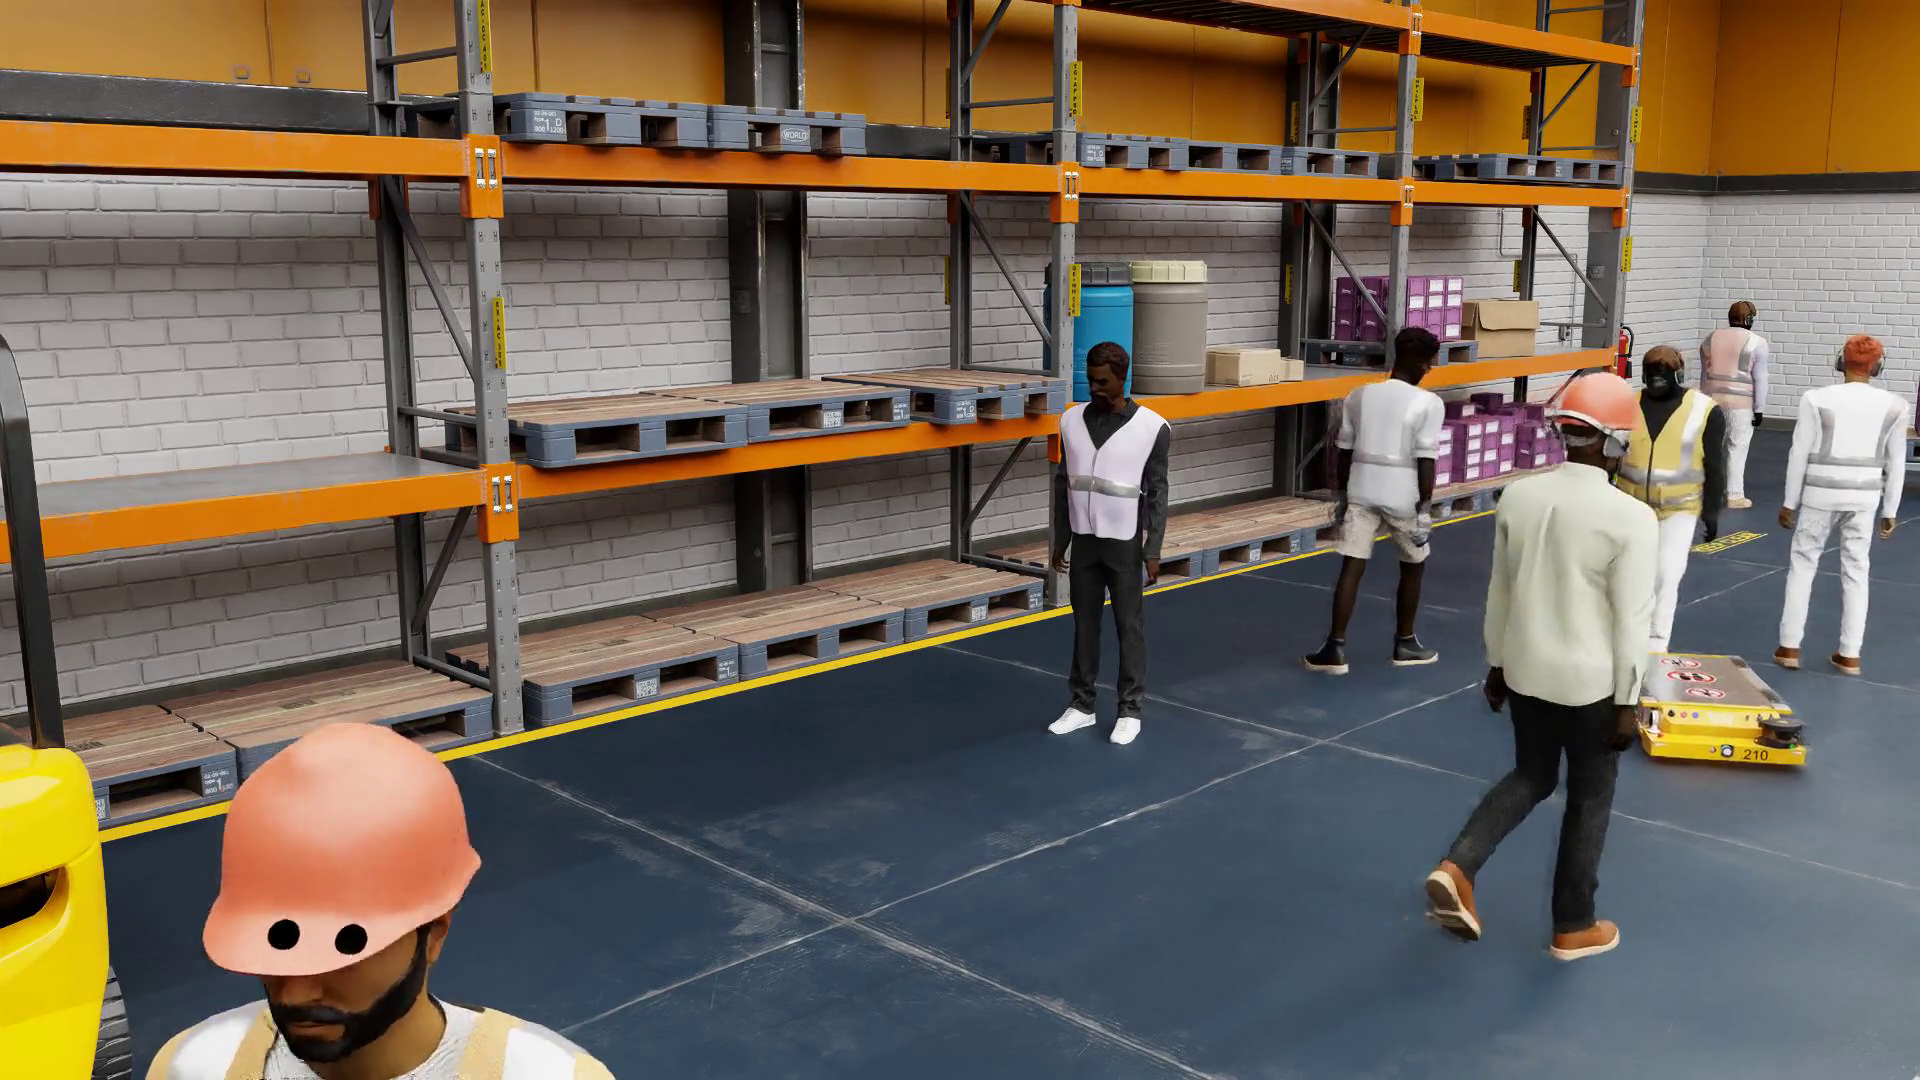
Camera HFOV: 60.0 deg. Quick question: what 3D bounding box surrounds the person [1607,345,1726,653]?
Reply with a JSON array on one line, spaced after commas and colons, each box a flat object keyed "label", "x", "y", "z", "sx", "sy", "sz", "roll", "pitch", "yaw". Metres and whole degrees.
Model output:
[{"label": "person", "x": 3.752, "y": -0.145, "z": 9.067, "sx": 0.653, "sy": 1.808, "sz": 0.843, "roll": 8, "pitch": 13, "yaw": 38}]

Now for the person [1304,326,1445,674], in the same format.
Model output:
[{"label": "person", "x": 2.323, "y": -0.215, "z": 9.184, "sx": 0.653, "sy": 1.919, "sz": 0.703, "roll": 8, "pitch": 13, "yaw": 37}]

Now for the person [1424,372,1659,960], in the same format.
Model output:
[{"label": "person", "x": 1.916, "y": 0.442, "z": 5.424, "sx": 0.652, "sy": 1.975, "sz": 0.616, "roll": -6, "pitch": 12, "yaw": -30}]

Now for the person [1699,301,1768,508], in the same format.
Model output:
[{"label": "person", "x": 6.864, "y": -1.200, "z": 14.770, "sx": 0.430, "sy": 1.836, "sz": 0.619, "roll": -7, "pitch": 13, "yaw": -35}]

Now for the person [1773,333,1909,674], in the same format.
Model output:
[{"label": "person", "x": 4.873, "y": -0.199, "z": 9.190, "sx": 0.591, "sy": 1.870, "sz": 0.374, "roll": 2, "pitch": 11, "yaw": 11}]

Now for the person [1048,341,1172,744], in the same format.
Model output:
[{"label": "person", "x": 0.712, "y": 0.008, "z": 7.948, "sx": 0.587, "sy": 1.913, "sz": 0.391, "roll": 7, "pitch": 12, "yaw": 32}]

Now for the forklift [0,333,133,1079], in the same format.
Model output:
[{"label": "forklift", "x": -3.289, "y": 0.485, "z": 4.582, "sx": 1.214, "sy": 2.155, "sz": 2.313, "roll": -10, "pitch": 14, "yaw": -44}]

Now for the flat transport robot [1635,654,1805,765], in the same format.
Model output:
[{"label": "flat transport robot", "x": 3.617, "y": 0.786, "z": 8.185, "sx": 0.652, "sy": 0.197, "sz": 1.431, "roll": 2, "pitch": 11, "yaw": 12}]

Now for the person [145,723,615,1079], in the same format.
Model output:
[{"label": "person", "x": -0.613, "y": 1.129, "z": 1.818, "sx": 0.550, "sy": 1.933, "sz": 0.485, "roll": 1, "pitch": 10, "yaw": 7}]
